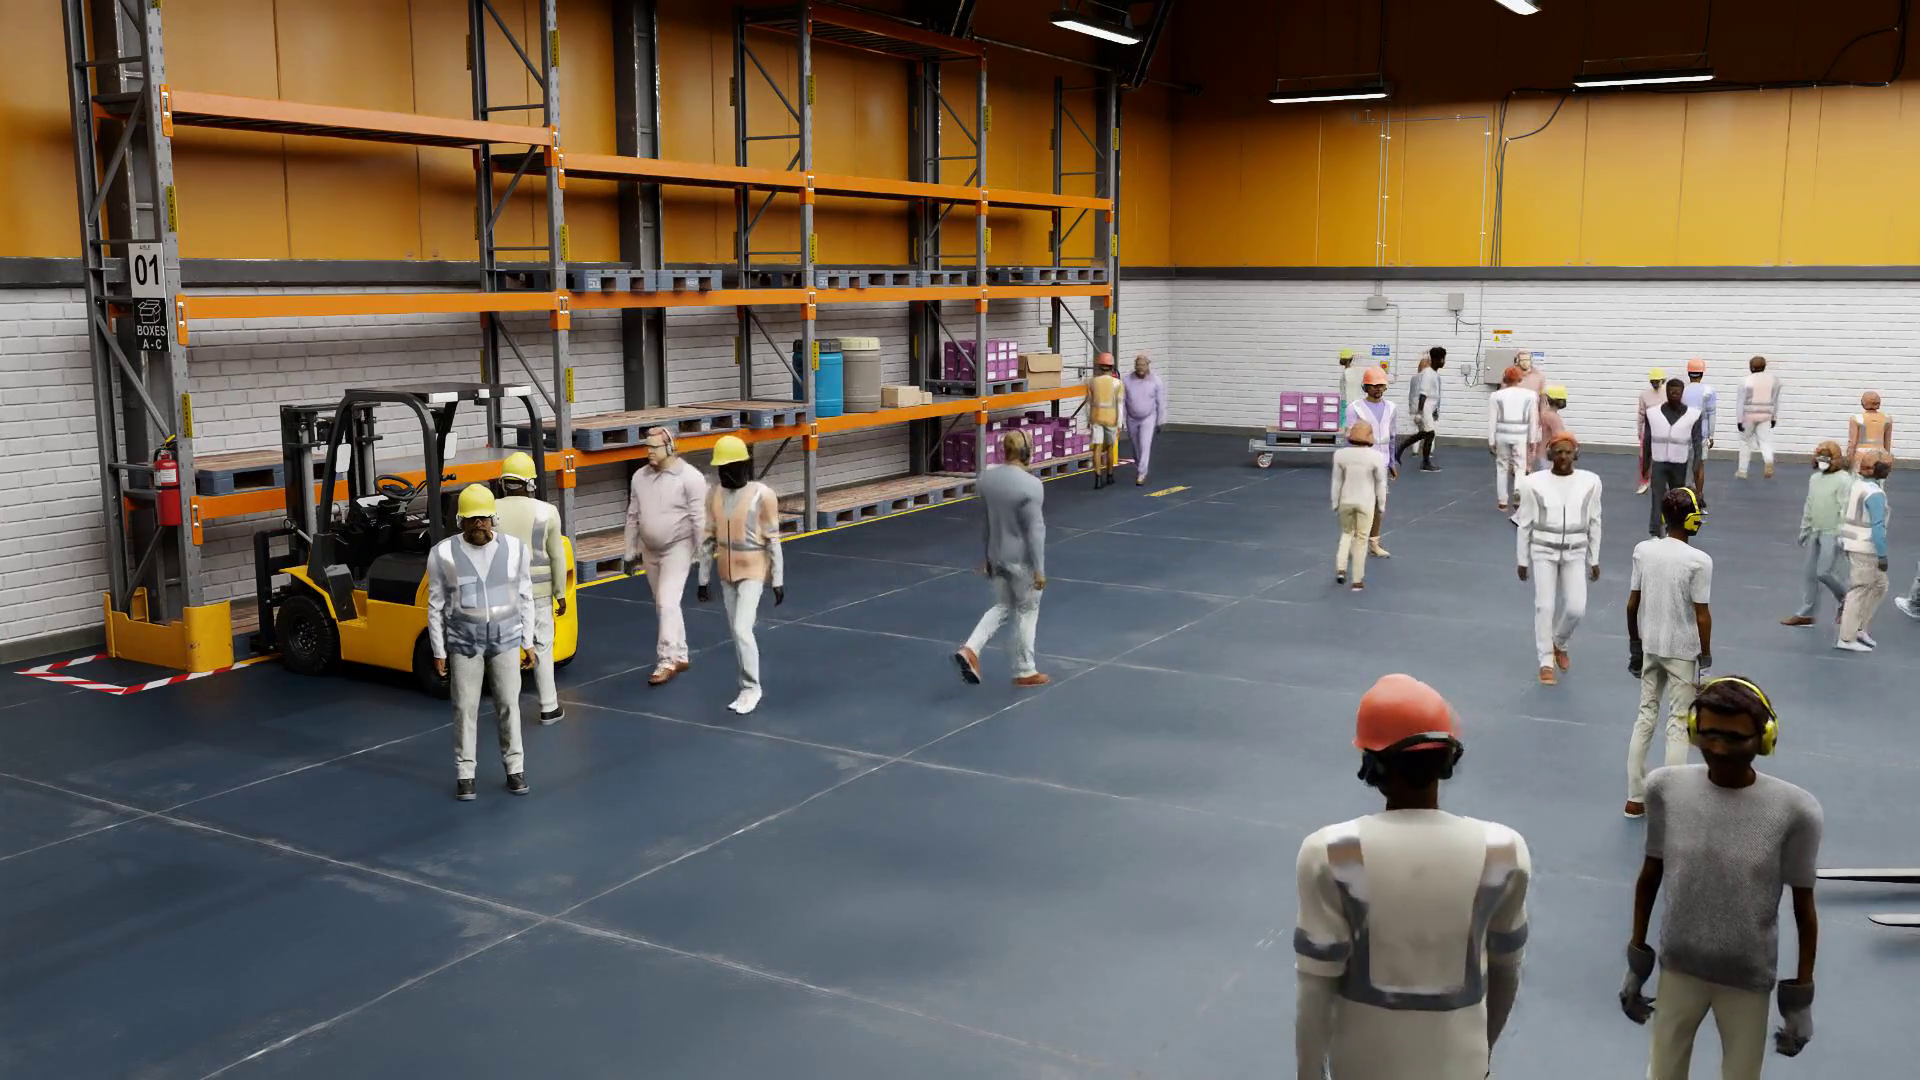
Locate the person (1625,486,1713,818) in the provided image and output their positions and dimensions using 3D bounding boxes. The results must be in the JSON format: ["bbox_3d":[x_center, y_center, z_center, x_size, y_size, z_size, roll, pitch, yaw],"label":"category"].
[{"bbox_3d":[3.877,0.635,9.061,0.316,1.865,0.532,-5,10,-29],"label":"person"}]

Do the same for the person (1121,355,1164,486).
[{"bbox_3d":[2.623,-1.750,23.956,0.625,1.867,0.961,3,10,19],"label":"person"}]

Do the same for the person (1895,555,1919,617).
[{"bbox_3d":[8.368,-0.092,14.136,0.520,1.678,0.922,0,9,1],"label":"person"}]

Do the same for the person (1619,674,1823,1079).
[{"bbox_3d":[2.238,1.302,4.931,0.533,1.859,0.339,7,12,38],"label":"person"}]

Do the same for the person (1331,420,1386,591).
[{"bbox_3d":[3.792,-0.327,15.827,0.500,1.623,0.376,5,11,30],"label":"person"}]

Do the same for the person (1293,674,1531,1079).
[{"bbox_3d":[1.161,1.346,4.280,0.611,1.988,1.109,1,9,5],"label":"person"}]

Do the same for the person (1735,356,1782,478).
[{"bbox_3d":[11.637,-1.778,24.264,0.632,1.821,0.737,1,9,6],"label":"person"}]

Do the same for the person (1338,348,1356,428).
[{"bbox_3d":[6.671,-2.398,28.363,0.725,1.742,0.536,4,10,23],"label":"person"}]

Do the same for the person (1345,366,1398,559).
[{"bbox_3d":[4.343,-0.810,17.522,0.615,2.042,0.374,-3,10,-19],"label":"person"}]

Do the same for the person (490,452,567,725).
[{"bbox_3d":[-2.912,0.329,11.073,0.600,1.830,0.404,0,9,-2],"label":"person"}]

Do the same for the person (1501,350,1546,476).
[{"bbox_3d":[8.286,-1.849,24.483,0.680,1.879,0.723,2,9,10],"label":"person"}]

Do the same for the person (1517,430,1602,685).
[{"bbox_3d":[4.380,0.131,12.177,0.601,1.870,0.438,2,9,10],"label":"person"}]

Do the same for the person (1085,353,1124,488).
[{"bbox_3d":[2.030,-1.676,23.428,0.556,1.906,0.924,2,9,10],"label":"person"}]

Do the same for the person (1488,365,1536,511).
[{"bbox_3d":[6.914,-1.257,20.858,0.590,1.870,0.626,2,9,13],"label":"person"}]

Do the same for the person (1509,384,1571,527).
[{"bbox_3d":[6.855,-0.951,19.373,0.842,1.736,0.536,1,9,8],"label":"person"}]

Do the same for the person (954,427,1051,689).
[{"bbox_3d":[0.339,0.150,11.918,0.680,1.920,0.633,-7,11,-36],"label":"person"}]

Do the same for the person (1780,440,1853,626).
[{"bbox_3d":[7.308,-0.039,14.001,0.446,1.624,0.551,-1,9,-4],"label":"person"}]

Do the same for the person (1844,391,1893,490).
[{"bbox_3d":[10.647,-0.923,19.506,0.513,1.635,0.313,0,9,0],"label":"person"}]

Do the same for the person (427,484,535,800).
[{"bbox_3d":[-2.733,0.581,9.532,0.591,1.826,0.403,-4,10,-23],"label":"person"}]

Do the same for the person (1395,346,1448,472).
[{"bbox_3d":[6.981,-1.994,25.290,0.768,1.929,0.623,3,10,17],"label":"person"}]

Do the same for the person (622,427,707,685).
[{"bbox_3d":[-2.237,0.115,12.231,0.680,1.881,0.778,5,11,30],"label":"person"}]

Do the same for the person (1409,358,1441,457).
[{"bbox_3d":[7.621,-2.170,27.305,0.503,1.634,0.297,2,9,12],"label":"person"}]

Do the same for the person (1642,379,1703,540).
[{"bbox_3d":[7.843,-0.846,18.327,0.612,1.859,1.020,4,10,24],"label":"person"}]

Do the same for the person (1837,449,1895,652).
[{"bbox_3d":[7.235,0.091,13.194,0.465,1.623,0.542,3,9,16],"label":"person"}]

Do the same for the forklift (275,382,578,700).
[{"bbox_3d":[-3.974,-0.067,12.417,2.313,2.155,1.214,5,11,30],"label":"forklift"}]

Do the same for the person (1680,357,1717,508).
[{"bbox_3d":[9.402,-1.372,21.349,0.545,1.942,0.354,5,11,30],"label":"person"}]

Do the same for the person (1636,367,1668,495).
[{"bbox_3d":[9.429,-1.466,22.539,0.542,1.743,0.593,7,11,37],"label":"person"}]

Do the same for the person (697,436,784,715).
[{"bbox_3d":[-1.532,0.246,11.341,0.631,1.907,0.567,6,11,32],"label":"person"}]
